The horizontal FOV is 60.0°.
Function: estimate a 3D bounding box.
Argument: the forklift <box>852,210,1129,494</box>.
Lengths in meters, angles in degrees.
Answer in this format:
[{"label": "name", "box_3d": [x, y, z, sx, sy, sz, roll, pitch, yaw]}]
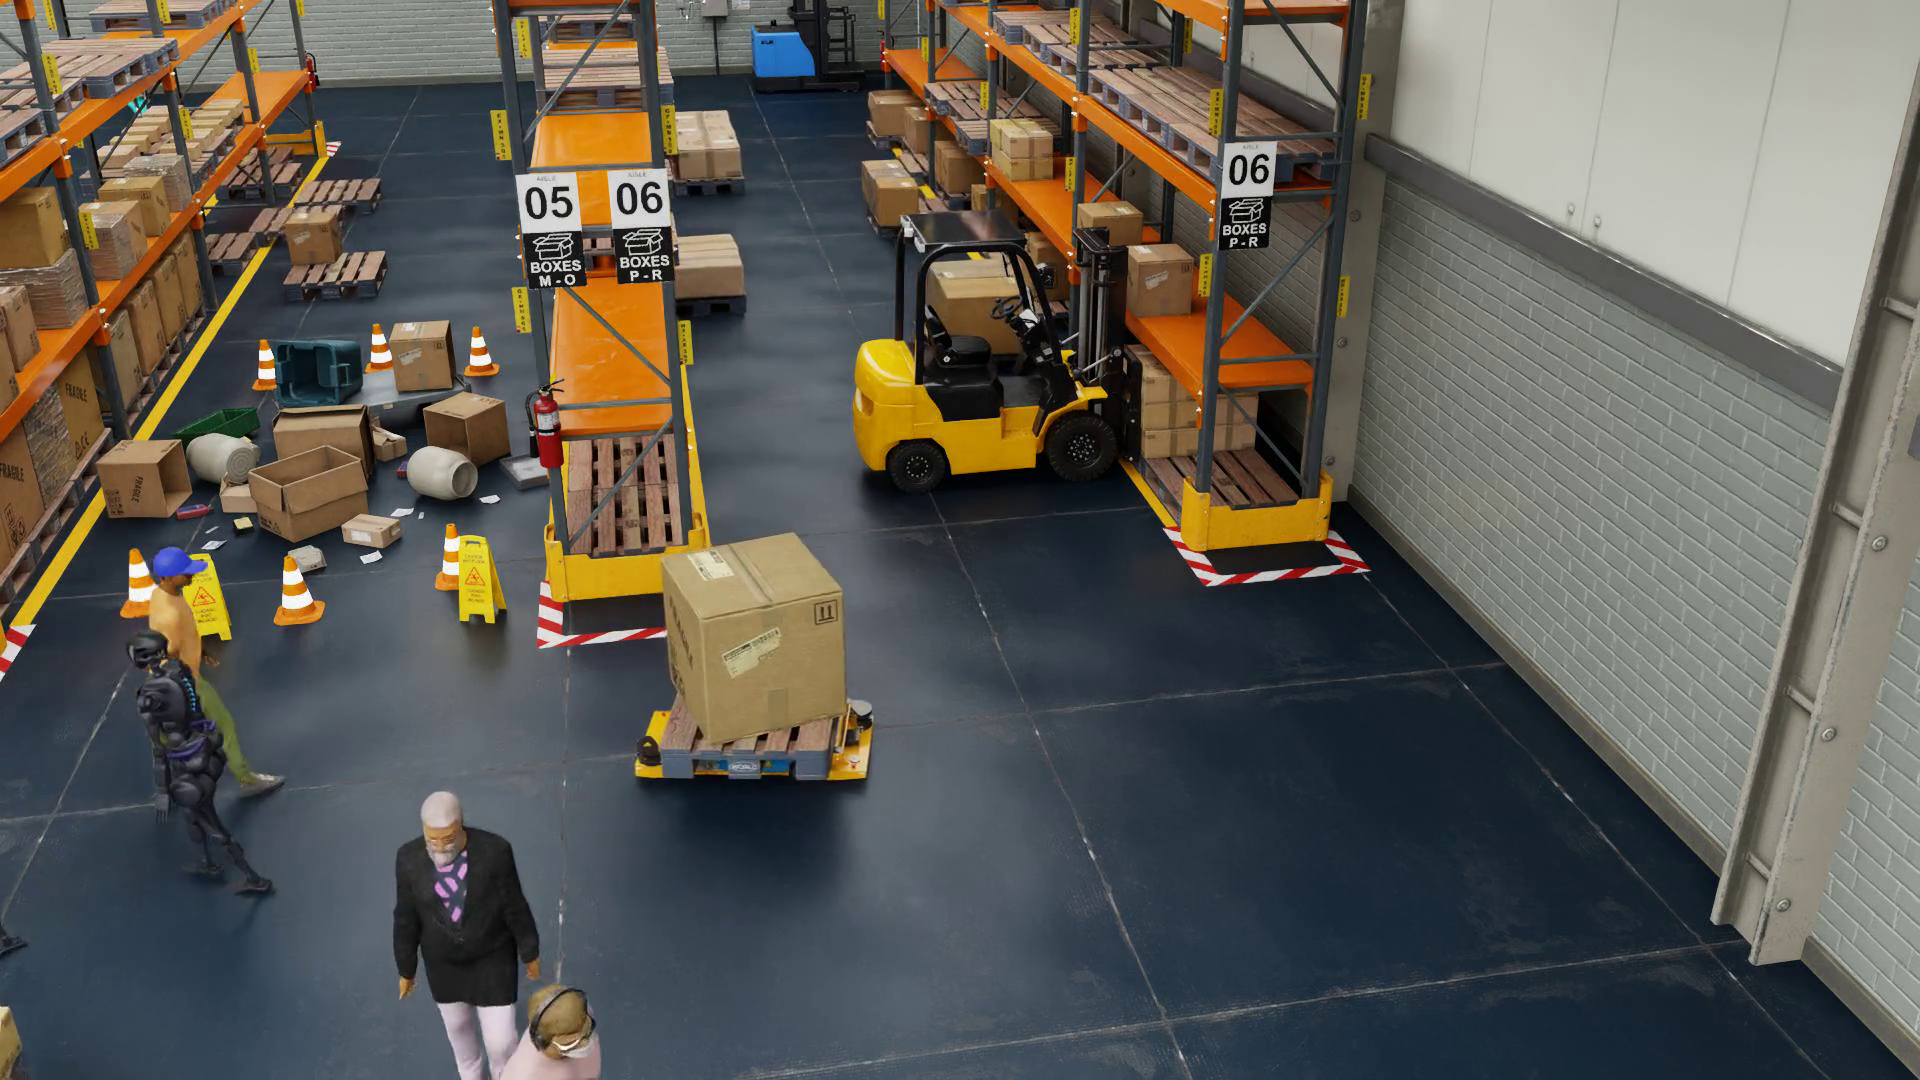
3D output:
[{"label": "forklift", "box_3d": [0.216, -1.659, 14.366, 2.313, 2.155, 1.214, -5, 26, -10]}]

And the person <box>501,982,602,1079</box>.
[{"label": "person", "box_3d": [-1.486, 2.392, 6.266, 0.823, 1.888, 0.647, 7, 27, 15]}]

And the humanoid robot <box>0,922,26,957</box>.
[{"label": "humanoid robot", "box_3d": [-5.236, 1.467, 8.473, 0.472, 1.635, 0.611, -21, 32, -36]}]

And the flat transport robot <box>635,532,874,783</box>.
[{"label": "flat transport robot", "box_3d": [-1.282, 1.257, 10.512, 1.431, 0.231, 0.659, 1, 26, 1]}]

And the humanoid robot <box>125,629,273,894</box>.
[{"label": "humanoid robot", "box_3d": [-4.149, 1.216, 8.990, 0.628, 1.642, 0.601, 0, 26, -1]}]

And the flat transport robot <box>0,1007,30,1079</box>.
[{"label": "flat transport robot", "box_3d": [-4.601, 2.865, 7.163, 1.431, 0.231, 0.659, -8, 27, -16]}]

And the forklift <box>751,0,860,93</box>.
[{"label": "forklift", "box_3d": [-2.872, -9.679, 30.288, 1.873, 2.768, 1.129, -5, 26, -10]}]

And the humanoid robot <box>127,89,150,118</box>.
[{"label": "humanoid robot", "box_3d": [-12.824, -6.909, 25.886, 0.541, 1.747, 1.046, -20, 32, -36]}]

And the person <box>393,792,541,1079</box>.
[{"label": "person", "box_3d": [-2.189, 1.878, 7.403, 0.605, 1.834, 0.474, -2, 26, -3]}]

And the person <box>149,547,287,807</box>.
[{"label": "person", "box_3d": [-4.487, 0.795, 9.831, 0.777, 1.683, 0.454, -17, 30, -31]}]
